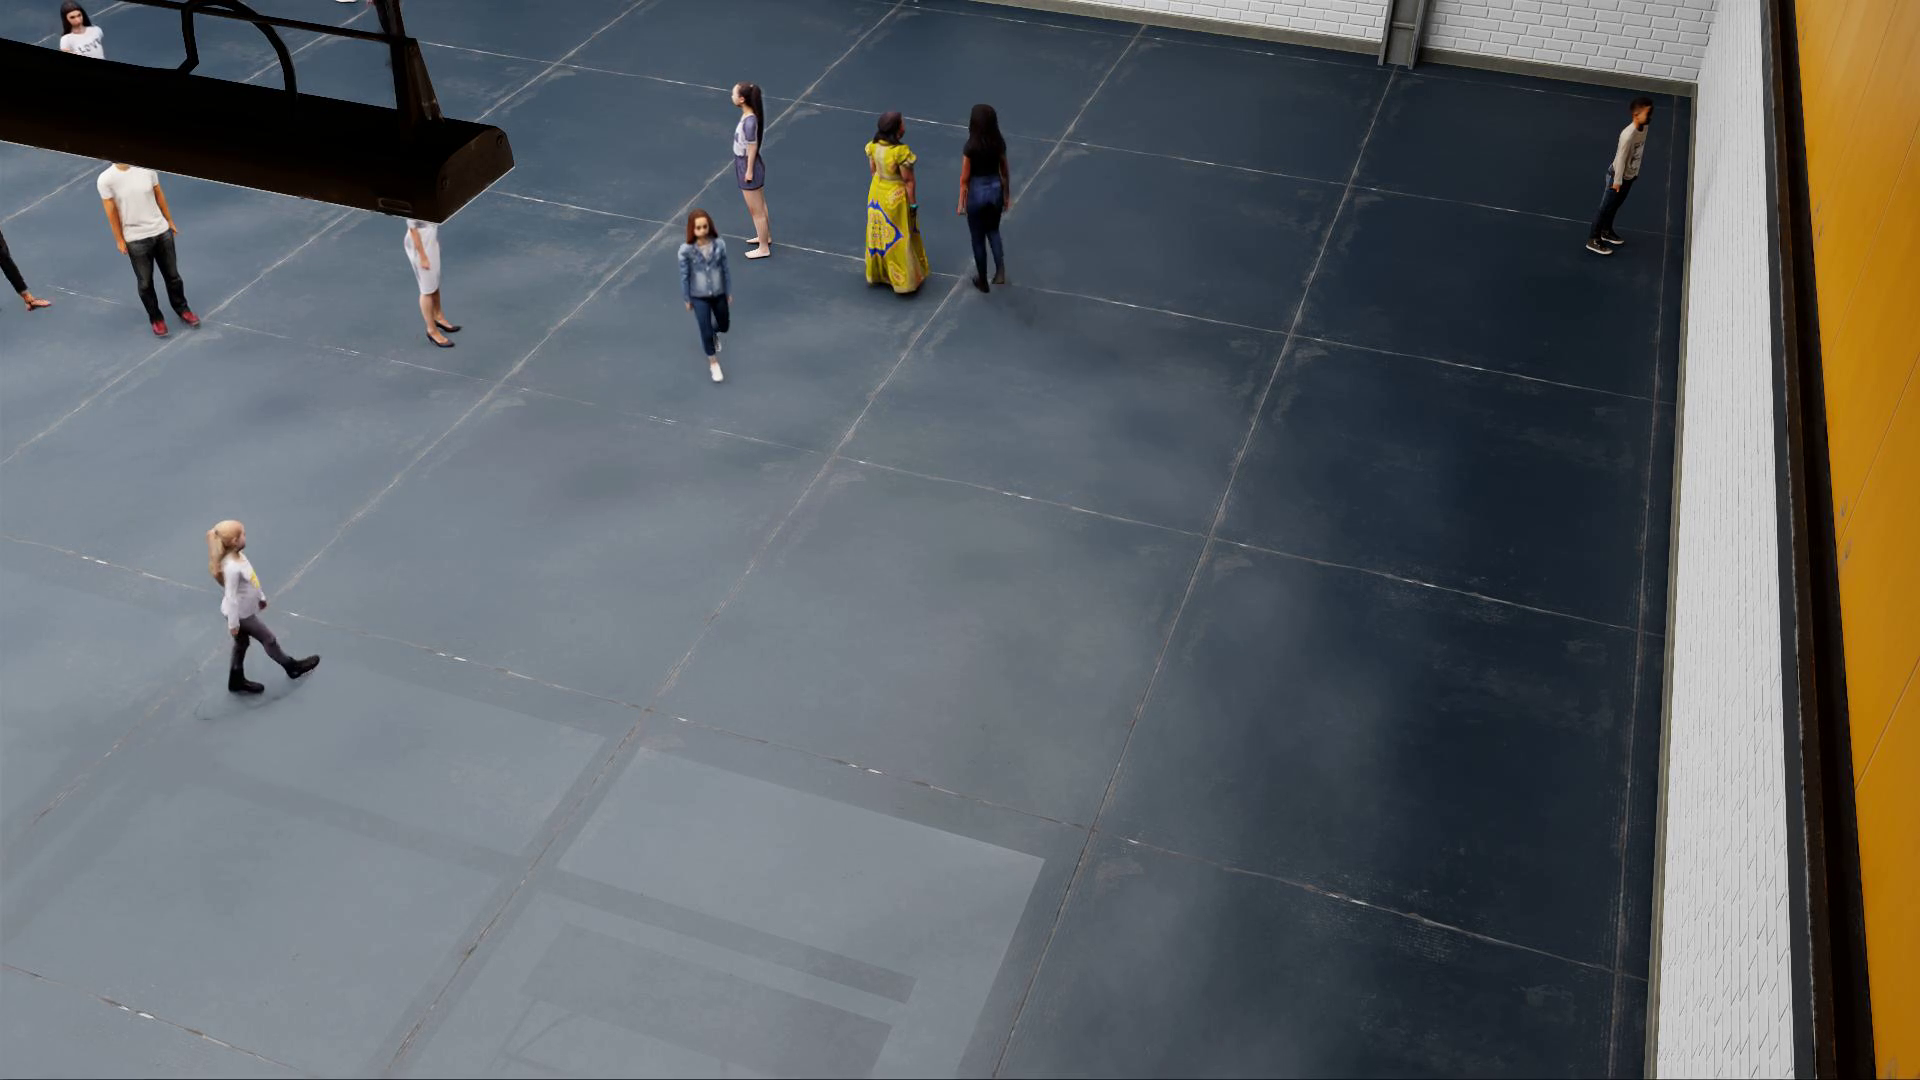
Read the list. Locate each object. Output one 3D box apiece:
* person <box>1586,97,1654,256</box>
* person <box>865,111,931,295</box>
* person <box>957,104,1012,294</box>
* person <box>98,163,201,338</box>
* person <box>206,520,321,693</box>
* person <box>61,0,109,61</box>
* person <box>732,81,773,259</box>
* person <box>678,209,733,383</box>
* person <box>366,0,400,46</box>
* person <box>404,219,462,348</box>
[{"bbox_3d":[6.021,-3.335,15.140,0.601,1.460,0.601,30,48,32],"label":"person"},{"bbox_3d":[-0.585,-2.956,14.506,0.873,1.659,1.024,29,47,31],"label":"person"},{"bbox_3d":[0.258,-2.887,14.369,0.787,1.724,0.848,-18,42,-21],"label":"person"},{"bbox_3d":[-6.821,-2.584,13.925,0.688,1.803,0.717,32,48,33],"label":"person"},{"bbox_3d":[-4.604,0.479,10.541,0.887,1.241,0.821,-10,40,-12],"label":"person"},{"bbox_3d":[-8.554,-4.480,16.380,1.270,1.701,0.919,26,46,29],"label":"person"},{"bbox_3d":[-1.866,-3.347,15.004,0.633,1.649,0.660,-1,39,-1],"label":"person"},{"bbox_3d":[-2.060,-2.028,13.495,0.804,1.470,0.856,-14,41,-17],"label":"person"},{"bbox_3d":[-6.399,-6.090,18.478,1.075,1.601,1.030,-9,39,-11],"label":"person"},{"bbox_3d":[-4.454,-2.436,13.782,0.615,1.750,0.625,0,39,-1],"label":"person"}]
